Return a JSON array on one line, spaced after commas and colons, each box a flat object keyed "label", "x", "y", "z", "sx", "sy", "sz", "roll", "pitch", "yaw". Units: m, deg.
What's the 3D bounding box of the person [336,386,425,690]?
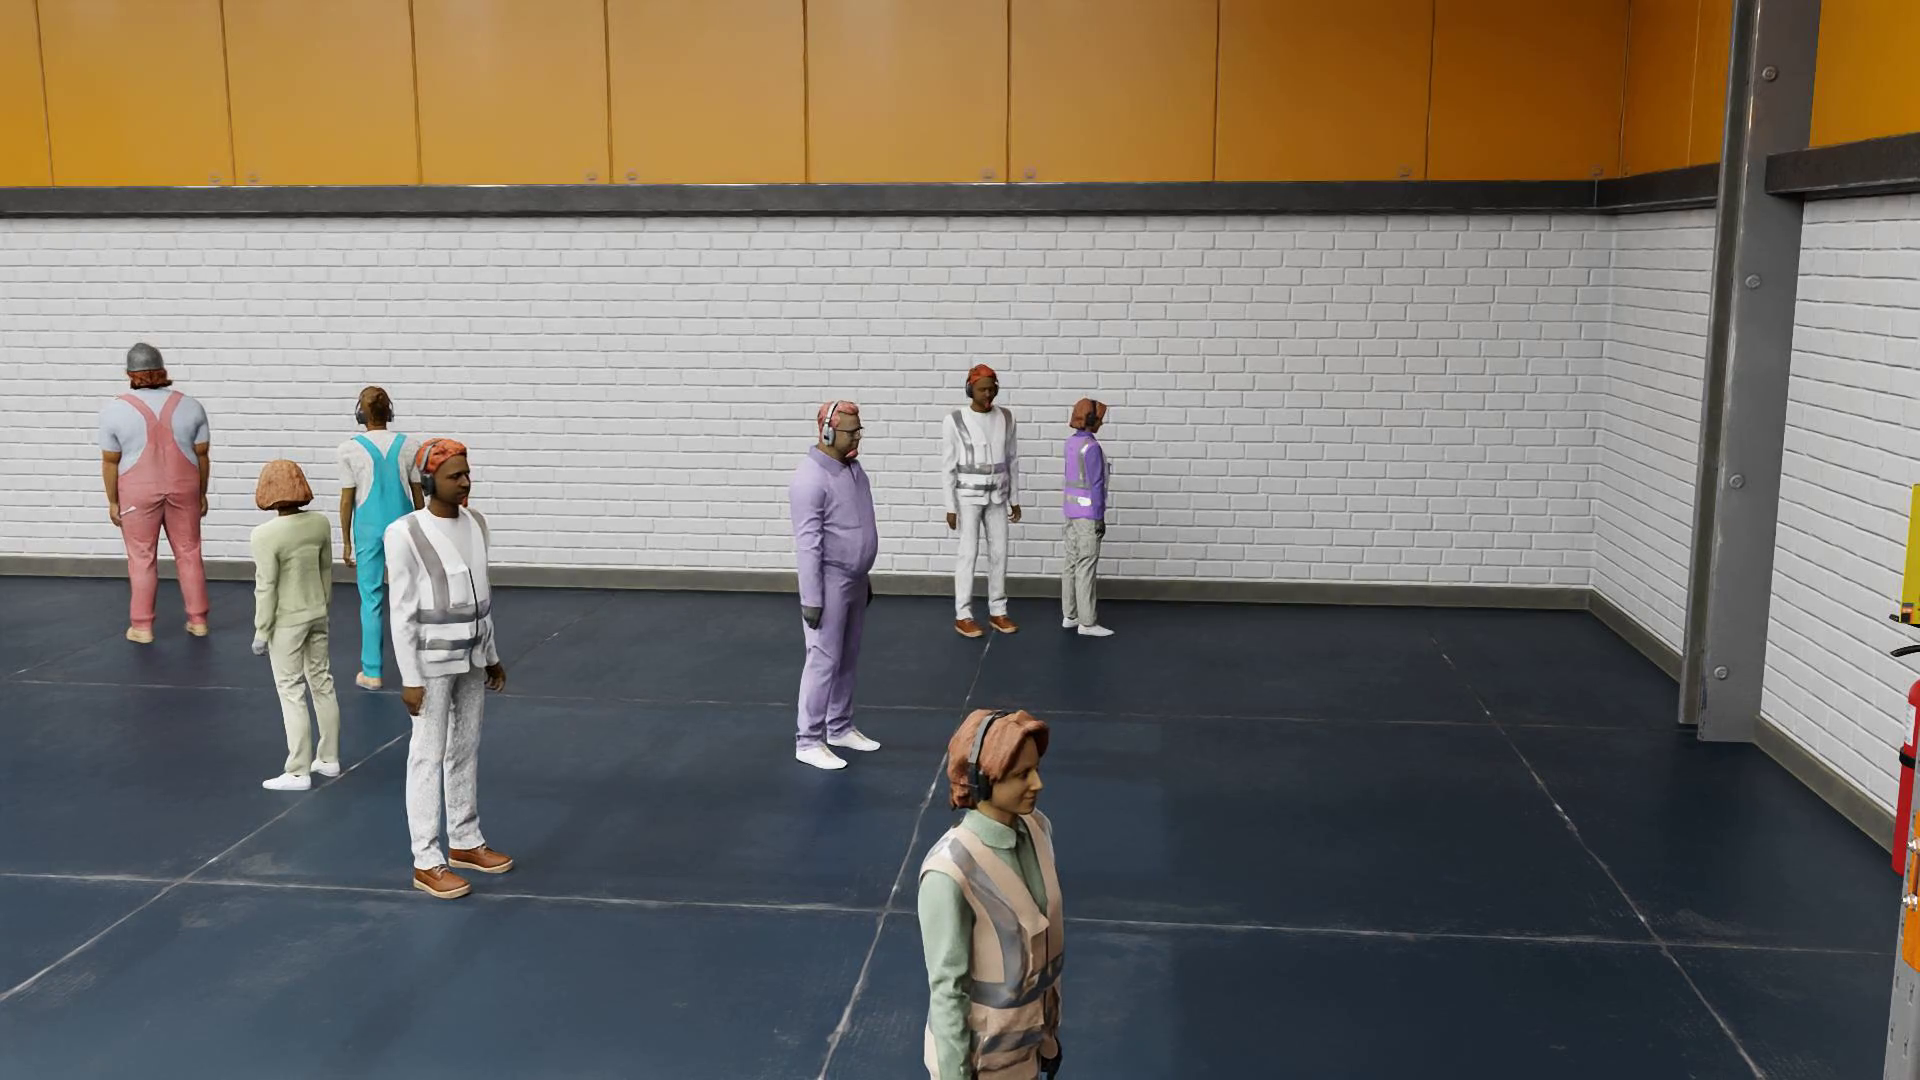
[{"label": "person", "x": -3.493, "y": -0.014, "z": 10.093, "sx": 0.502, "sy": 1.837, "sz": 0.350, "roll": -6, "pitch": 12, "yaw": -33}]

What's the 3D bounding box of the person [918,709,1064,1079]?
[{"label": "person", "x": 0.074, "y": 1.182, "z": 3.793, "sx": 0.307, "sy": 1.641, "sz": 0.513, "roll": 5, "pitch": 11, "yaw": 26}]

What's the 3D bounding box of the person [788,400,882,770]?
[{"label": "person", "x": -0.620, "y": 0.226, "z": 8.557, "sx": 0.401, "sy": 1.895, "sz": 0.645, "roll": 4, "pitch": 11, "yaw": 20}]

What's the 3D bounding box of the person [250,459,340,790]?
[{"label": "person", "x": -3.283, "y": 0.415, "z": 8.199, "sx": 0.282, "sy": 1.633, "sz": 0.500, "roll": 3, "pitch": 10, "yaw": 19}]

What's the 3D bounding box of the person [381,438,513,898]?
[{"label": "person", "x": -2.118, "y": 0.517, "z": 6.906, "sx": 0.354, "sy": 1.883, "sz": 0.572, "roll": 4, "pitch": 11, "yaw": 22}]

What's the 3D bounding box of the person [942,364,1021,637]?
[{"label": "person", "x": 0.144, "y": -0.269, "z": 11.437, "sx": 0.584, "sy": 1.877, "sz": 0.356, "roll": -6, "pitch": 11, "yaw": -29}]

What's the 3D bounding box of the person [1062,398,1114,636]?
[{"label": "person", "x": 0.862, "y": -0.157, "z": 11.461, "sx": 0.308, "sy": 1.640, "sz": 0.511, "roll": -4, "pitch": 11, "yaw": -20}]

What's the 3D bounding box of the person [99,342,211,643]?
[{"label": "person", "x": -5.472, "y": -0.337, "z": 11.340, "sx": 0.682, "sy": 2.000, "sz": 0.535, "roll": -8, "pitch": 12, "yaw": -37}]
